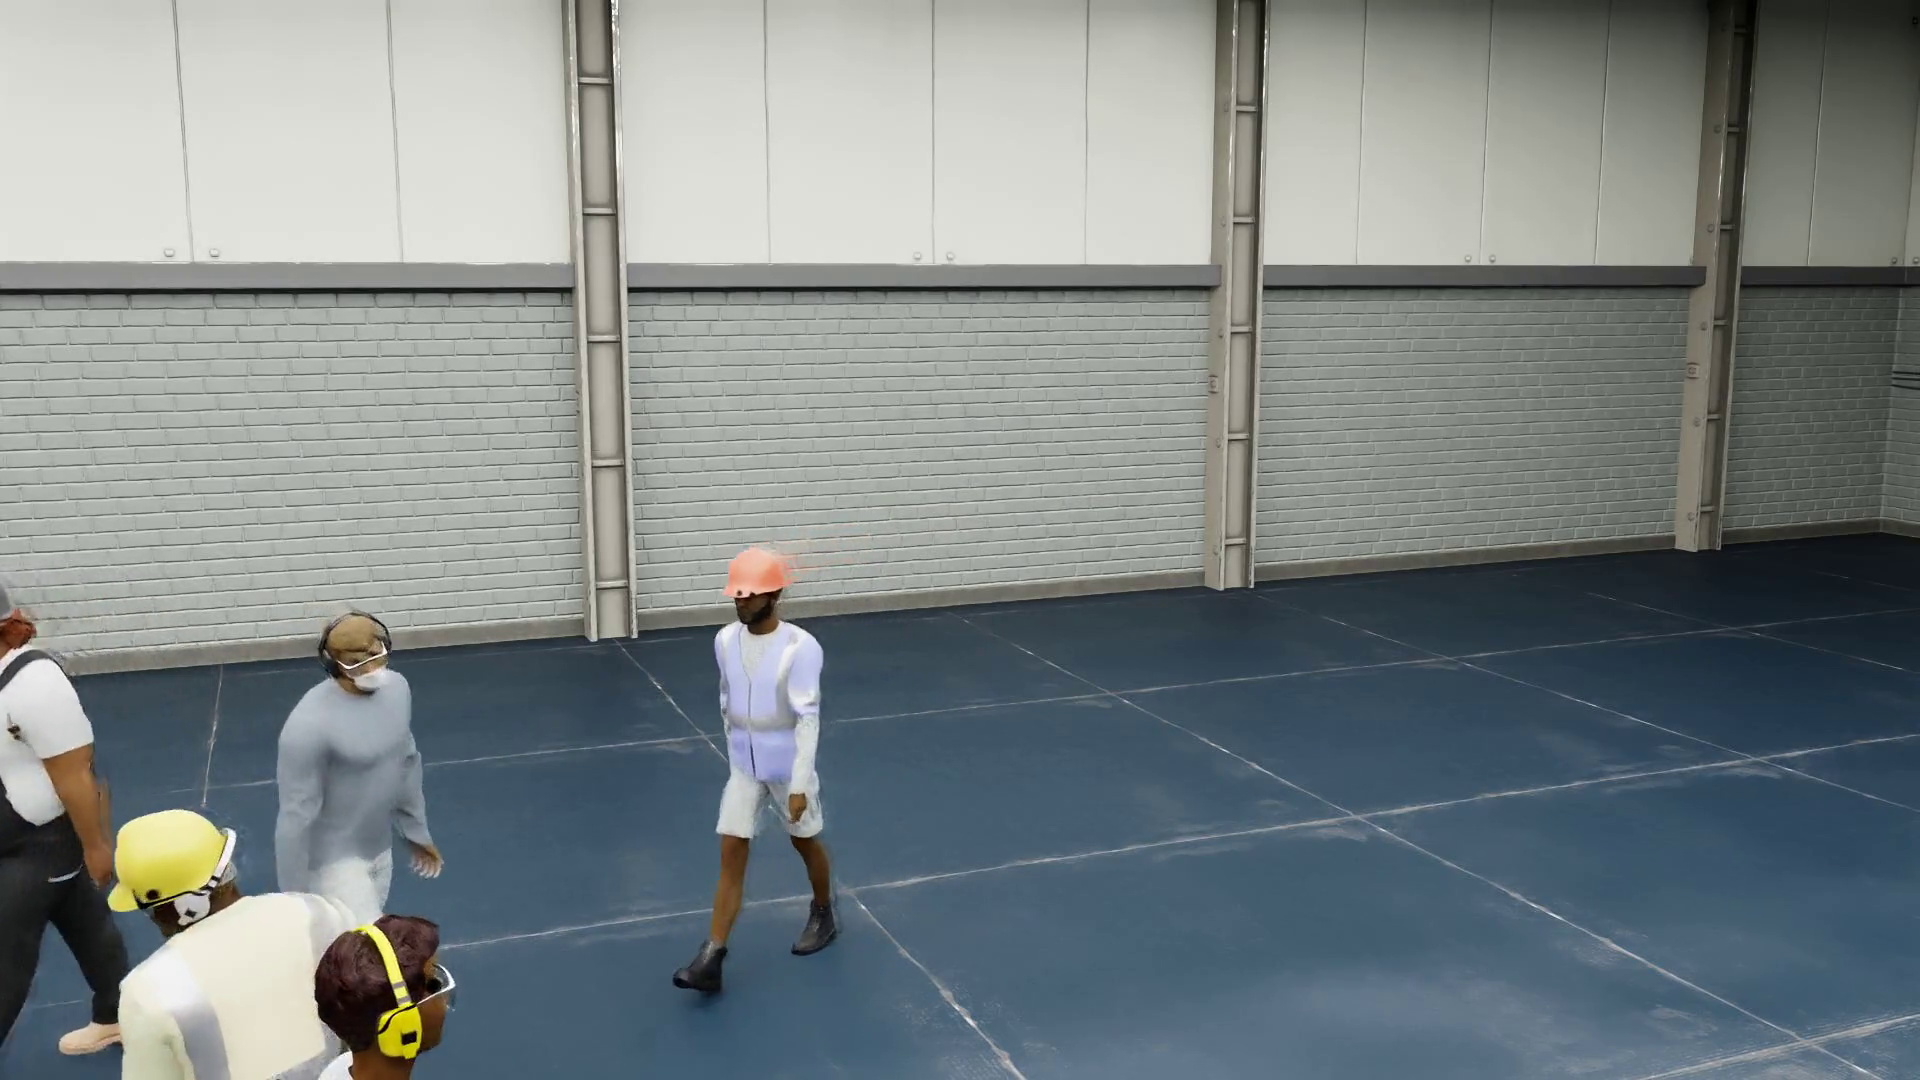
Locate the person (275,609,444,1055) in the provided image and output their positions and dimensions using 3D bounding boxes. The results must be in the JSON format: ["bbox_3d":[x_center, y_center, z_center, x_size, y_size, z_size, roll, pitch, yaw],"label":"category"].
[{"bbox_3d":[-2.162,1.159,5.971,0.786,1.885,0.655,2,9,10],"label":"person"}]

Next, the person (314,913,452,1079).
[{"bbox_3d":[-1.045,1.609,3.143,0.321,1.873,0.532,-5,10,-28],"label":"person"}]

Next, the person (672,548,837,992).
[{"bbox_3d":[-0.846,0.968,7.146,0.563,1.878,1.032,5,10,26],"label":"person"}]

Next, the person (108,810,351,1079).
[{"bbox_3d":[-1.702,1.496,4.141,0.441,1.781,0.729,7,11,37],"label":"person"}]

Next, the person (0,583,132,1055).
[{"bbox_3d":[-3.520,1.049,6.130,0.973,2.000,0.727,-8,12,-42],"label":"person"}]
